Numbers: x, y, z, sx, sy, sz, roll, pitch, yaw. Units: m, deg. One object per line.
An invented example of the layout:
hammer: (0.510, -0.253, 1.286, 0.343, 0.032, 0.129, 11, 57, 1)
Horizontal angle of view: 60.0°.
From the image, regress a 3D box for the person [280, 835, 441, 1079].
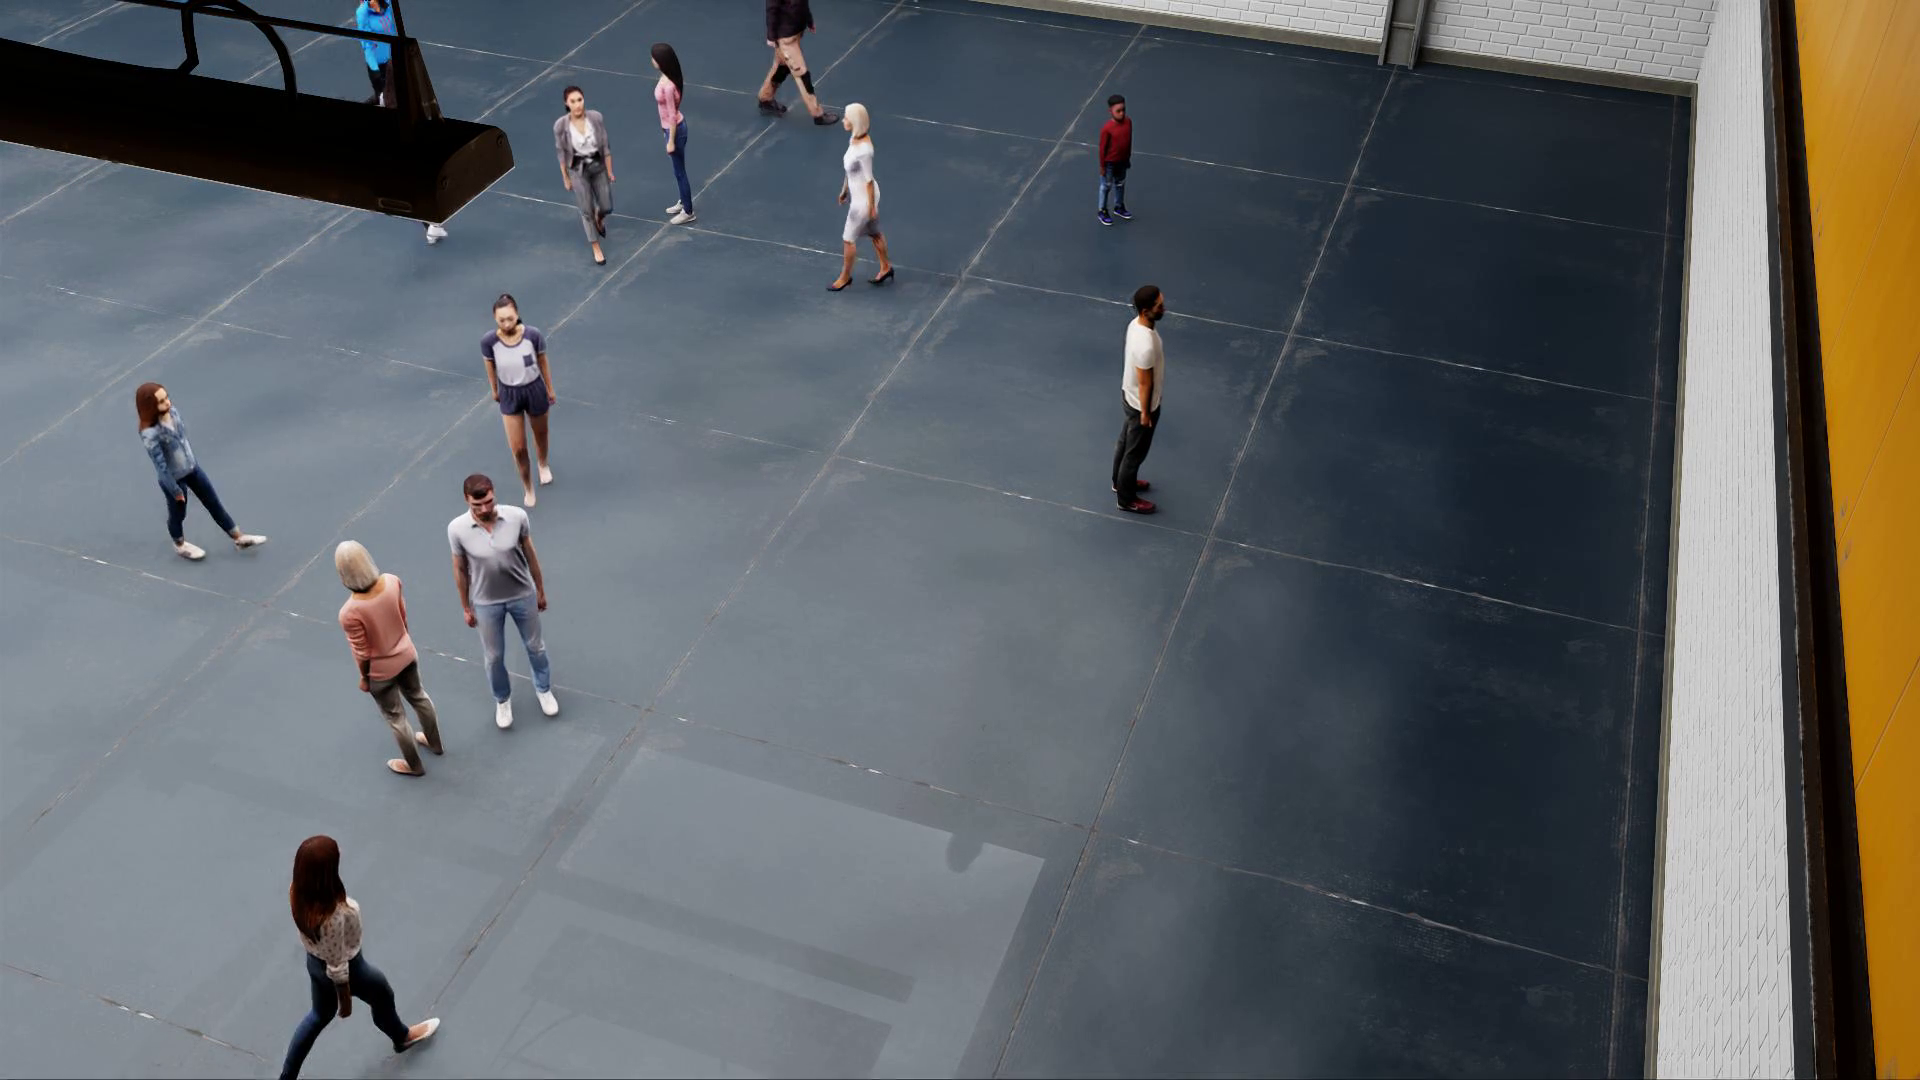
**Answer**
person: (-3.112, 2.131, 8.108, 1.138, 1.695, 0.989, 31, 48, 33)

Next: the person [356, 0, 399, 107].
person: (-5.861, -4.815, 16.731, 0.999, 1.788, 0.765, 24, 45, 27)

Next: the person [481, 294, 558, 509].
person: (-3.211, -1.096, 12.201, 0.841, 1.630, 0.884, -11, 40, -13)

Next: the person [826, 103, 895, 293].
person: (-0.756, -2.975, 14.479, 0.955, 1.724, 0.813, -5, 39, -7)

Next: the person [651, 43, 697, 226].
person: (-2.666, -3.797, 15.493, 0.673, 1.741, 0.653, -8, 39, -10)

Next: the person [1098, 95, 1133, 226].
person: (1.447, -3.593, 15.629, 0.581, 1.253, 0.624, -23, 44, -26)

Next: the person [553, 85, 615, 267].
person: (-3.356, -3.314, 14.948, 0.858, 1.667, 0.914, -15, 41, -18)

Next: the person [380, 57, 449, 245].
person: (-4.954, -3.471, 15.069, 0.684, 1.761, 0.758, 1, 39, 1)

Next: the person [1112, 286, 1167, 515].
person: (1.289, -1.028, 11.978, 0.666, 1.801, 0.711, -1, 39, -1)

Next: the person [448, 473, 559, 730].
person: (-2.805, 0.329, 10.238, 0.726, 1.853, 0.801, -13, 40, -16)

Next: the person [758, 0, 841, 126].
person: (-1.839, -5.237, 17.188, 1.208, 1.876, 0.682, 13, 40, 16)

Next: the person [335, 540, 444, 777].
person: (-3.400, 0.704, 9.872, 0.553, 1.724, 0.623, 17, 42, 20)

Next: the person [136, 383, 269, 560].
person: (-5.493, -0.459, 11.545, 0.956, 1.454, 0.714, 5, 39, 6)
